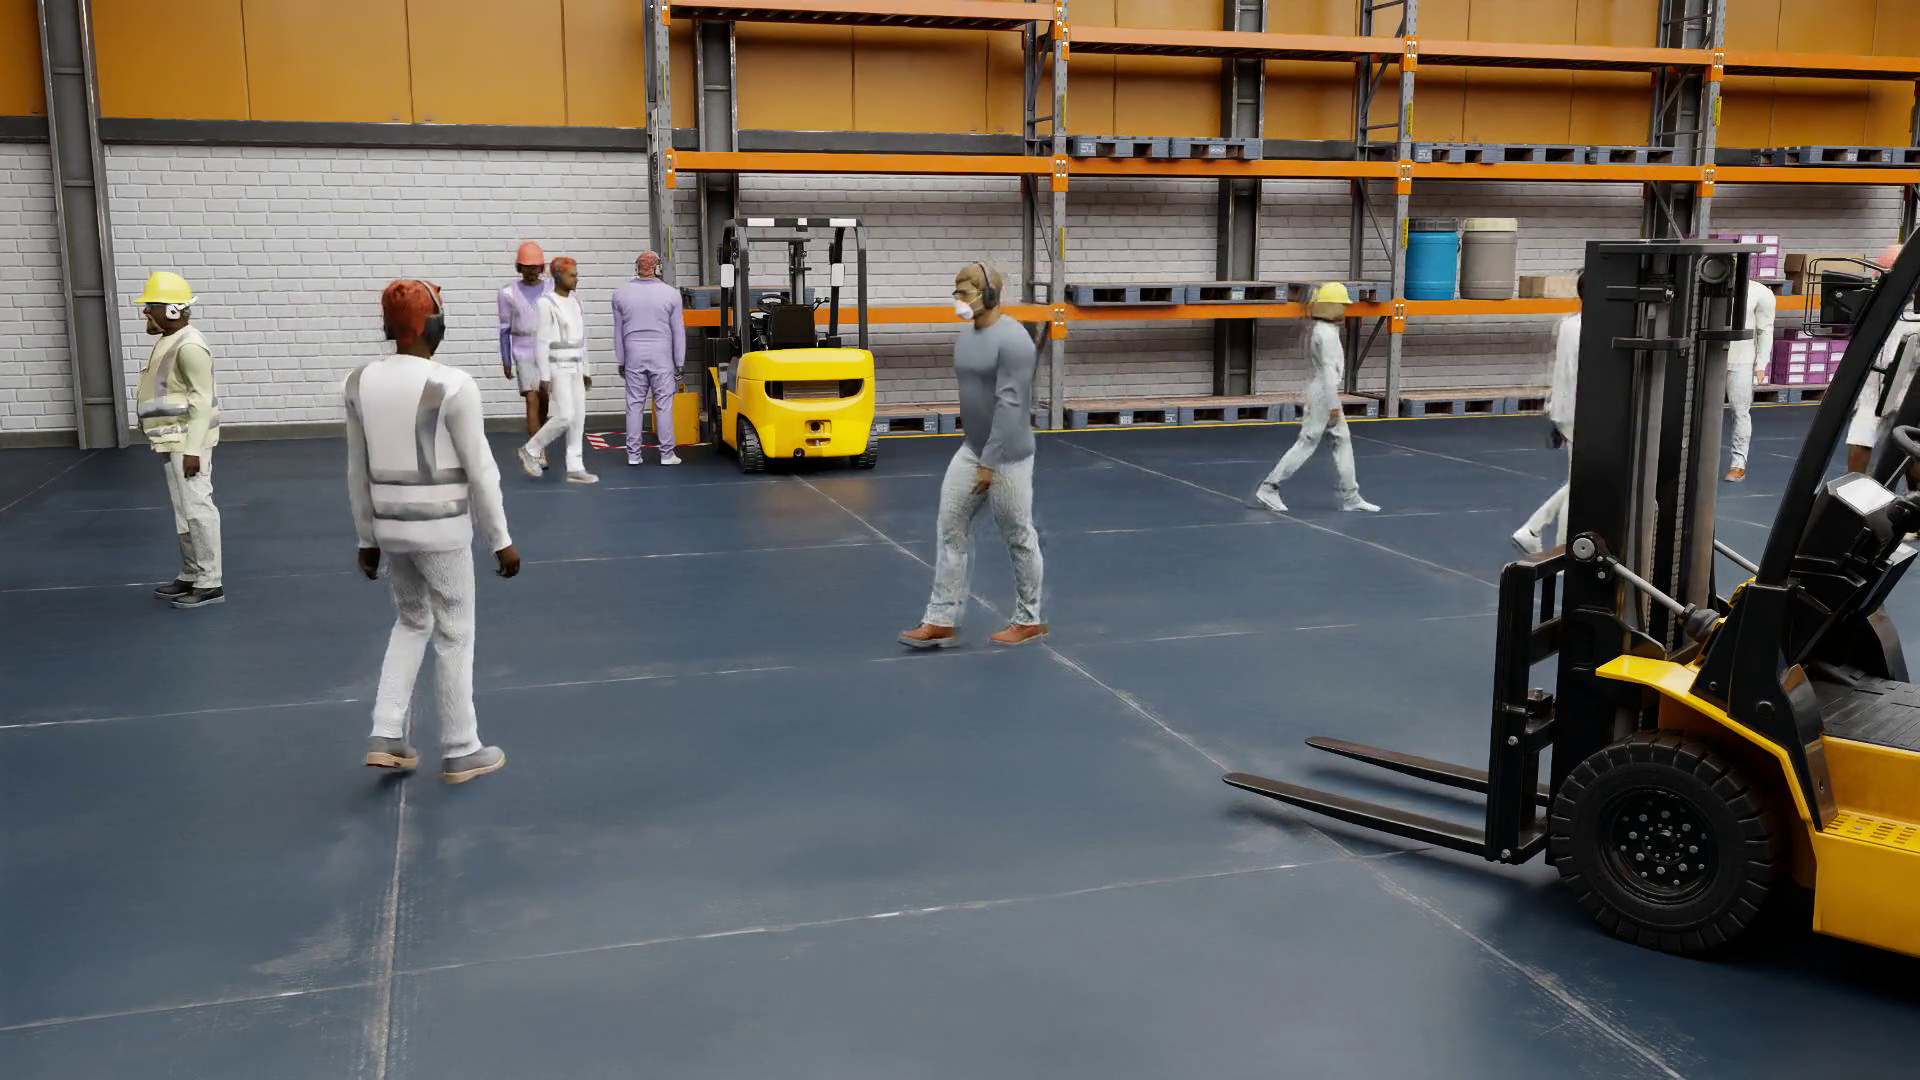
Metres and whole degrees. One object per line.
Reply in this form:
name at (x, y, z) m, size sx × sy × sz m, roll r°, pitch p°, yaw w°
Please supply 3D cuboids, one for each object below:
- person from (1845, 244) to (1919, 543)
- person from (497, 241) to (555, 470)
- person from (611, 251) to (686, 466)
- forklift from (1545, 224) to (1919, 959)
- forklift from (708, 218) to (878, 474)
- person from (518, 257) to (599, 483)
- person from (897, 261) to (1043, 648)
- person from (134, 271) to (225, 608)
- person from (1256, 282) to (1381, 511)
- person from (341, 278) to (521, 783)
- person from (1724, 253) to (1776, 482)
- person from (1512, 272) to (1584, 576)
person at (6.034, -0.913, 10.770) m, size 1.093 × 1.976 × 0.616 m, roll -6°, pitch 12°, yaw -31°
person at (-3.787, -1.654, 14.819) m, size 0.612 × 1.997 × 1.060 m, roll -4°, pitch 11°, yaw -21°
person at (-2.736, -1.597, 14.724) m, size 0.641 × 1.900 × 0.404 m, roll 0°, pitch 10°, yaw 2°
forklift at (2.909, 0.117, 4.508) m, size 2.313 × 2.155 × 1.214 m, roll 9°, pitch 14°, yaw 40°
forklift at (-1.522, -1.778, 14.899) m, size 1.214 × 2.155 × 2.313 m, roll -3°, pitch 11°, yaw -17°
person at (-3.297, -1.387, 13.662) m, size 0.561 × 1.864 × 0.582 m, roll 3°, pitch 11°, yaw 16°
person at (0.063, -0.380, 8.051) m, size 0.879 × 1.901 × 0.629 m, roll -7°, pitch 12°, yaw -34°
person at (-4.287, -0.547, 9.138) m, size 0.403 × 1.835 × 0.588 m, roll -8°, pitch 13°, yaw -37°
person at (2.635, -1.044, 12.220) m, size 0.885 × 1.701 × 0.498 m, roll 2°, pitch 11°, yaw 11°
person at (-1.931, -0.016, 6.102) m, size 0.599 × 1.879 × 0.431 m, roll 5°, pitch 11°, yaw 24°
person at (6.396, -1.456, 13.835) m, size 0.357 × 1.938 × 0.638 m, roll -9°, pitch 14°, yaw -41°
person at (3.643, -0.689, 9.869) m, size 0.434 × 1.850 × 0.517 m, roll 1°, pitch 10°, yaw 5°
